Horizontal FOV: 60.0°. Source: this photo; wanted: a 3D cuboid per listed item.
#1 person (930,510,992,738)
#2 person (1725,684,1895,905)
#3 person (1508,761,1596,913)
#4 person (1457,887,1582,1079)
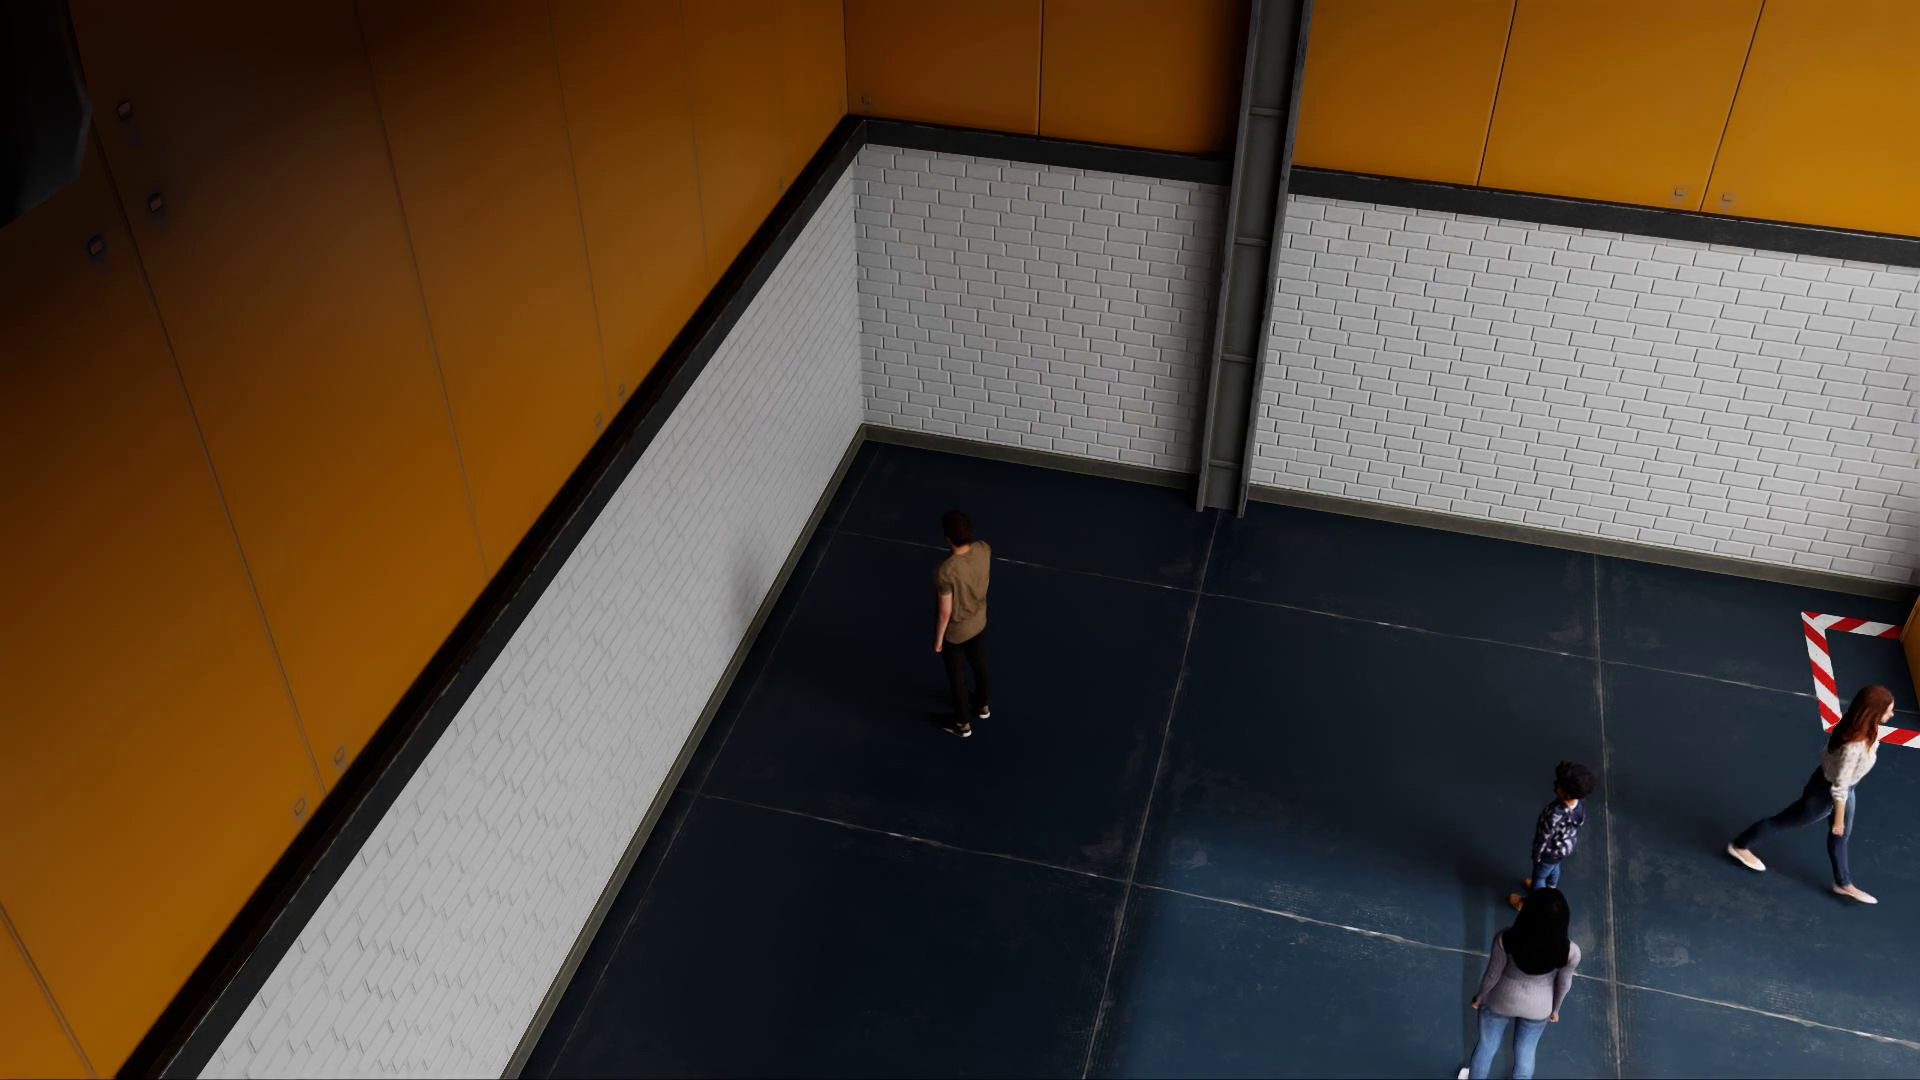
[{"bbox_3d":[0.016,0.563,11.348,0.726,1.850,0.748,29,47,31],"label":"person"},{"bbox_3d":[5.274,1.522,10.283,1.215,1.680,0.902,26,45,28],"label":"person"},{"bbox_3d":[3.659,1.841,10.231,0.574,1.247,0.608,-30,47,-32],"label":"person"},{"bbox_3d":[3.017,2.510,9.002,0.469,1.734,0.677,8,39,9],"label":"person"}]
